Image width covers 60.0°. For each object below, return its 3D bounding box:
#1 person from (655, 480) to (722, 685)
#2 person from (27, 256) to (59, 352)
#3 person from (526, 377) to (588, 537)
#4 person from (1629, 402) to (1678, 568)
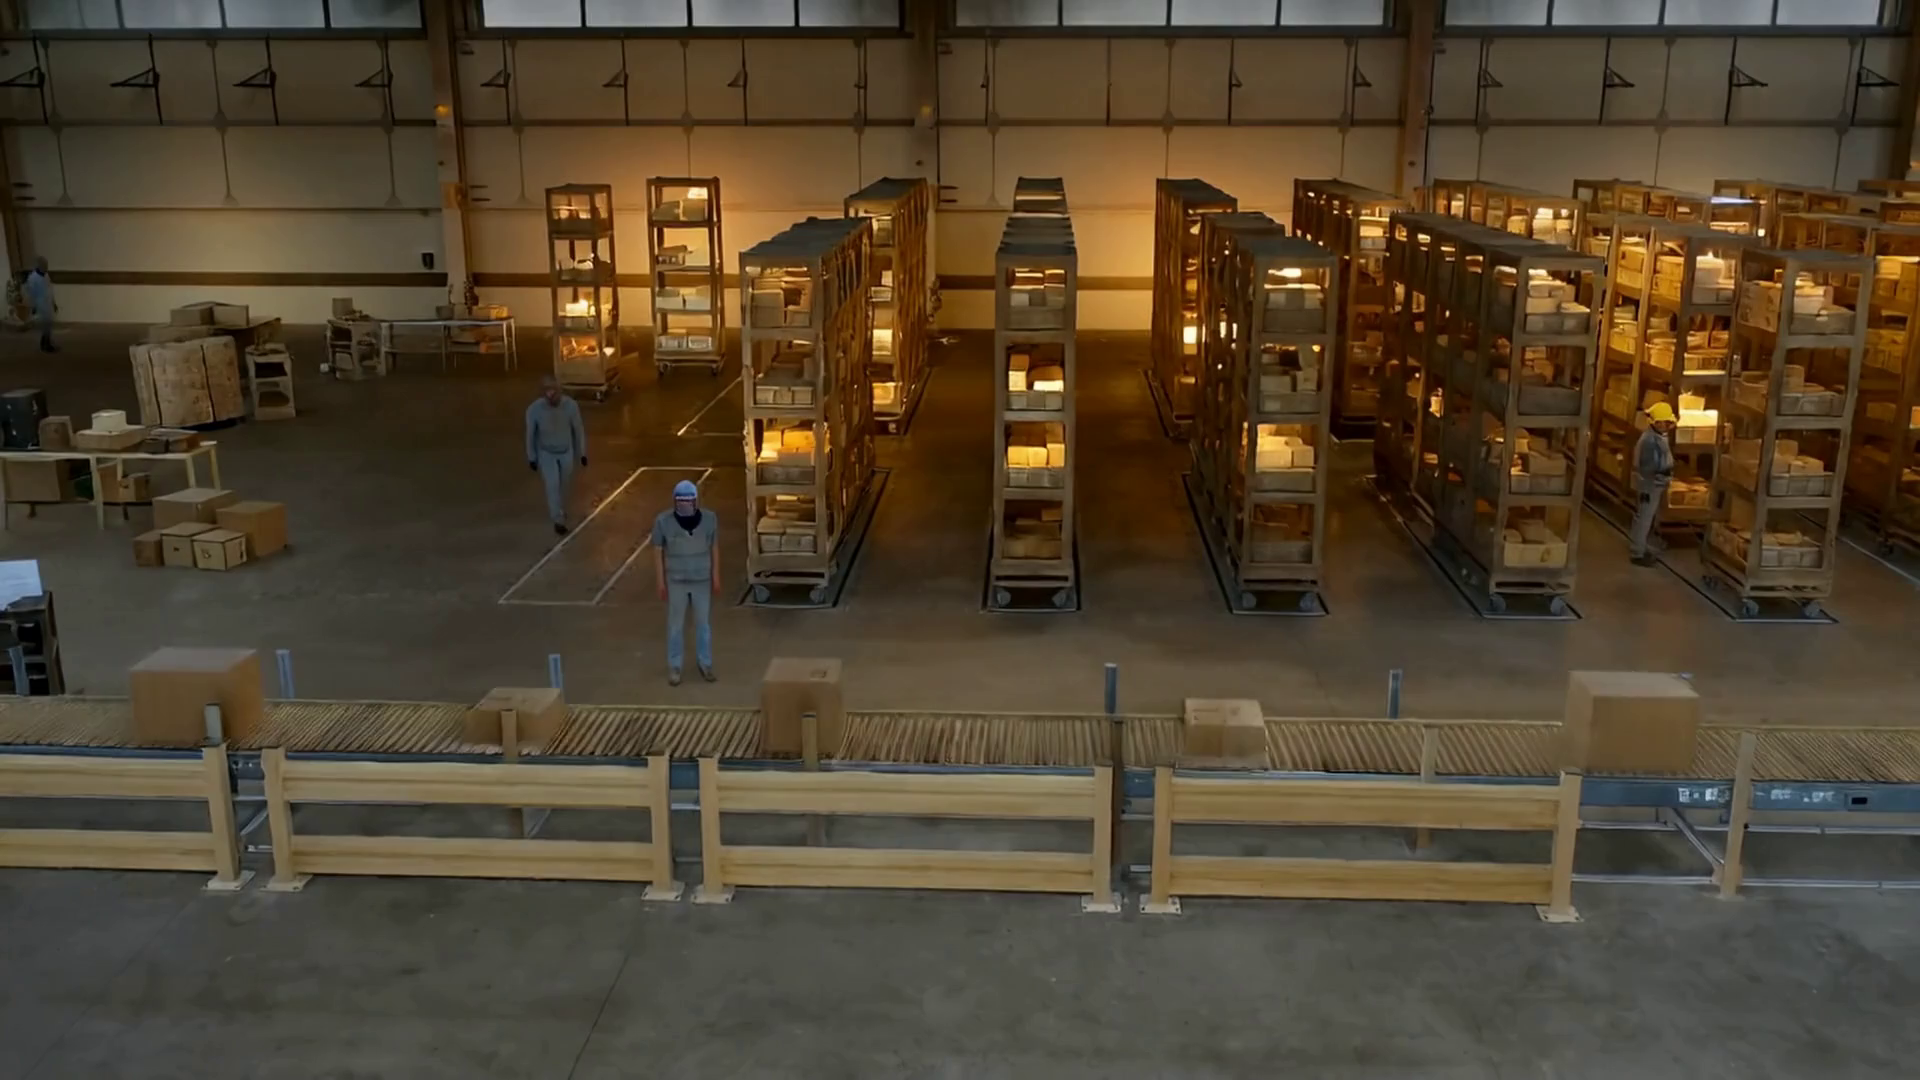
[{"bbox_3d":[-2.400,0.360,14.711,0.570,1.841,0.372,-5,16,-18],"label":"person"},{"bbox_3d":[-18.414,-4.733,33.465,0.404,1.922,0.578,3,15,10],"label":"person"},{"bbox_3d":[-4.844,-1.049,19.919,0.642,1.864,0.967,-8,17,-29],"label":"person"},{"bbox_3d":[7.652,-0.621,18.370,0.403,1.830,0.599,9,17,30],"label":"person"}]
